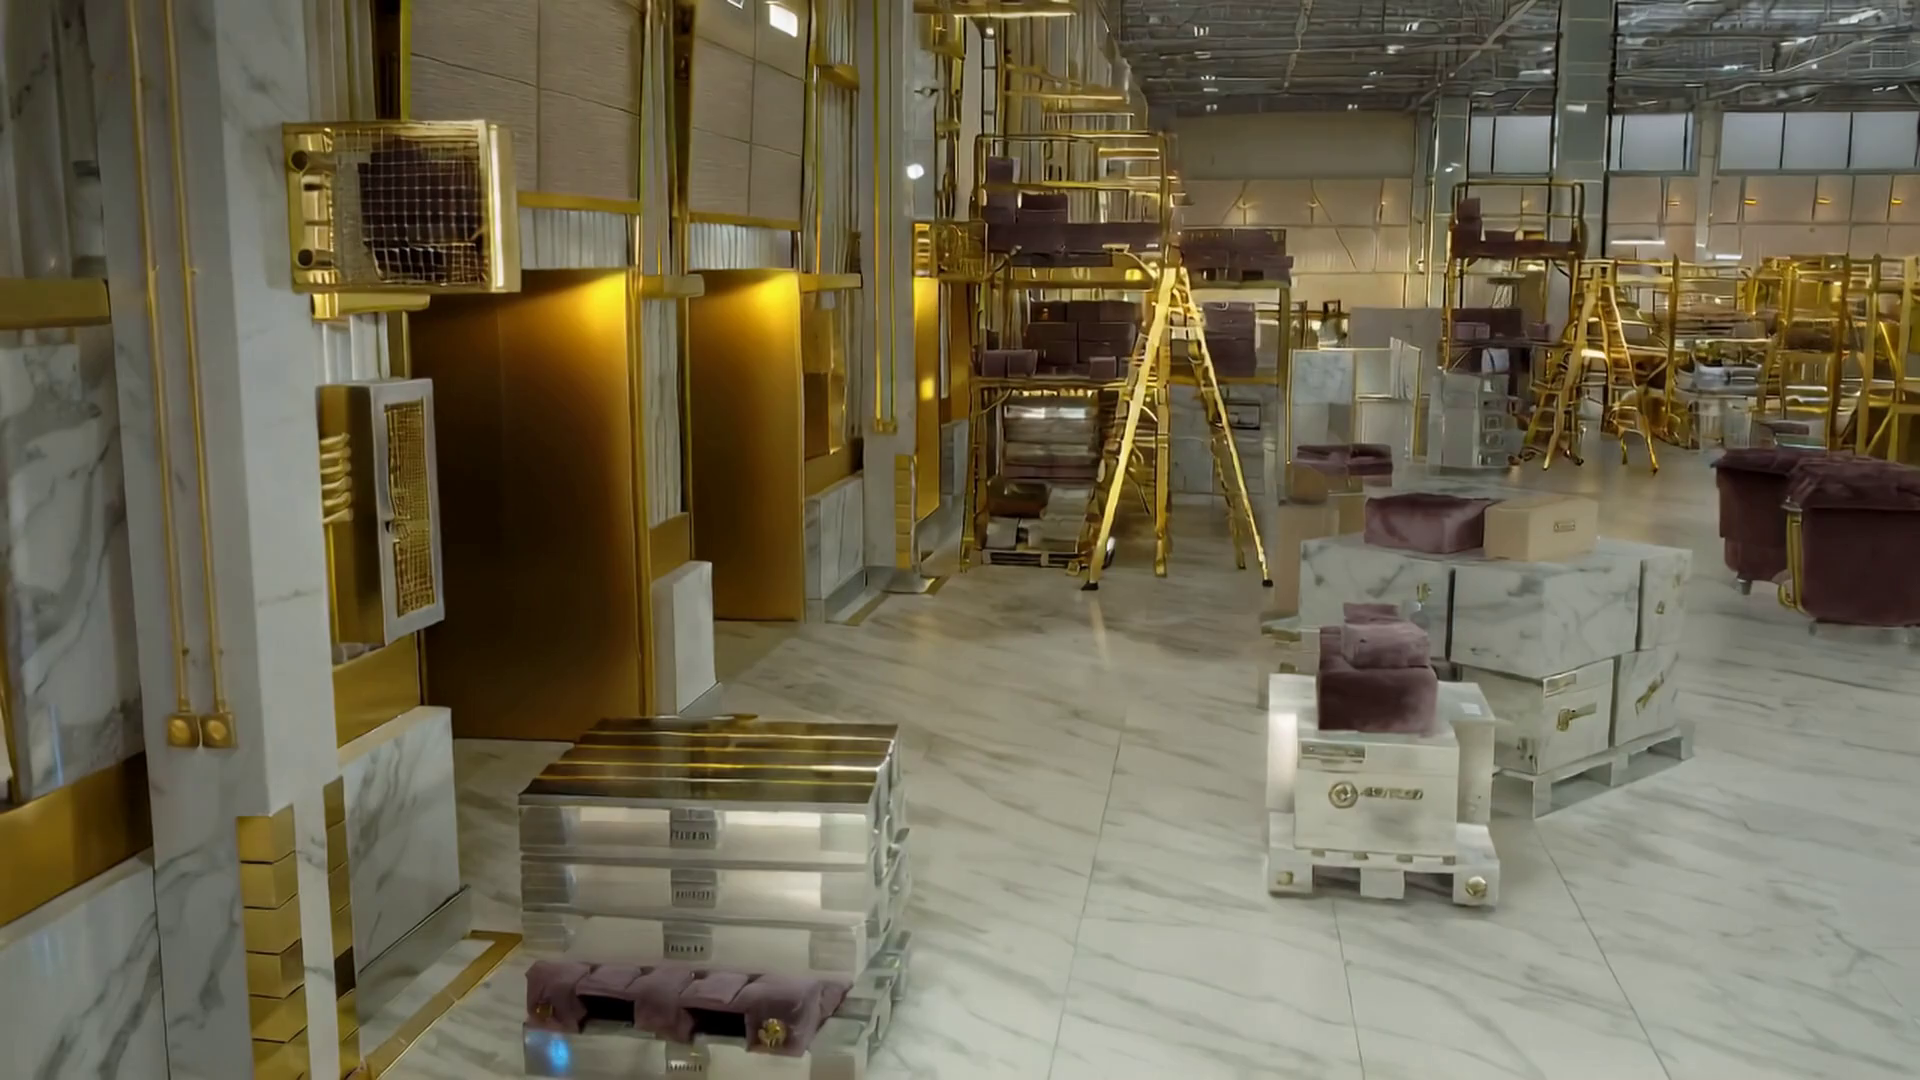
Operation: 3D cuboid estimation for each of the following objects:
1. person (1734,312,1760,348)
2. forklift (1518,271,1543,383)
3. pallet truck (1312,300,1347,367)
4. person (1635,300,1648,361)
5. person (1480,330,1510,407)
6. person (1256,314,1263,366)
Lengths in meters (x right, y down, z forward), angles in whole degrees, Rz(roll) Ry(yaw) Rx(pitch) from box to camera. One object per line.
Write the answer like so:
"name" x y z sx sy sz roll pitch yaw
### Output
"person" 18.274 -4.365 38.770 0.639 1.895 1.041 0 9 -1
"forklift" 14.225 -5.301 41.462 1.873 2.768 1.129 1 9 9
"pallet truck" 11.159 -6.200 49.718 0.823 1.965 1.885 4 10 26
"person" 21.495 -6.654 52.766 0.567 1.918 0.647 1 9 5
"person" 8.979 -2.619 28.063 0.583 1.862 0.755 -4 10 -25
"person" 8.277 -5.546 46.820 0.522 1.621 0.623 -8 12 -42
